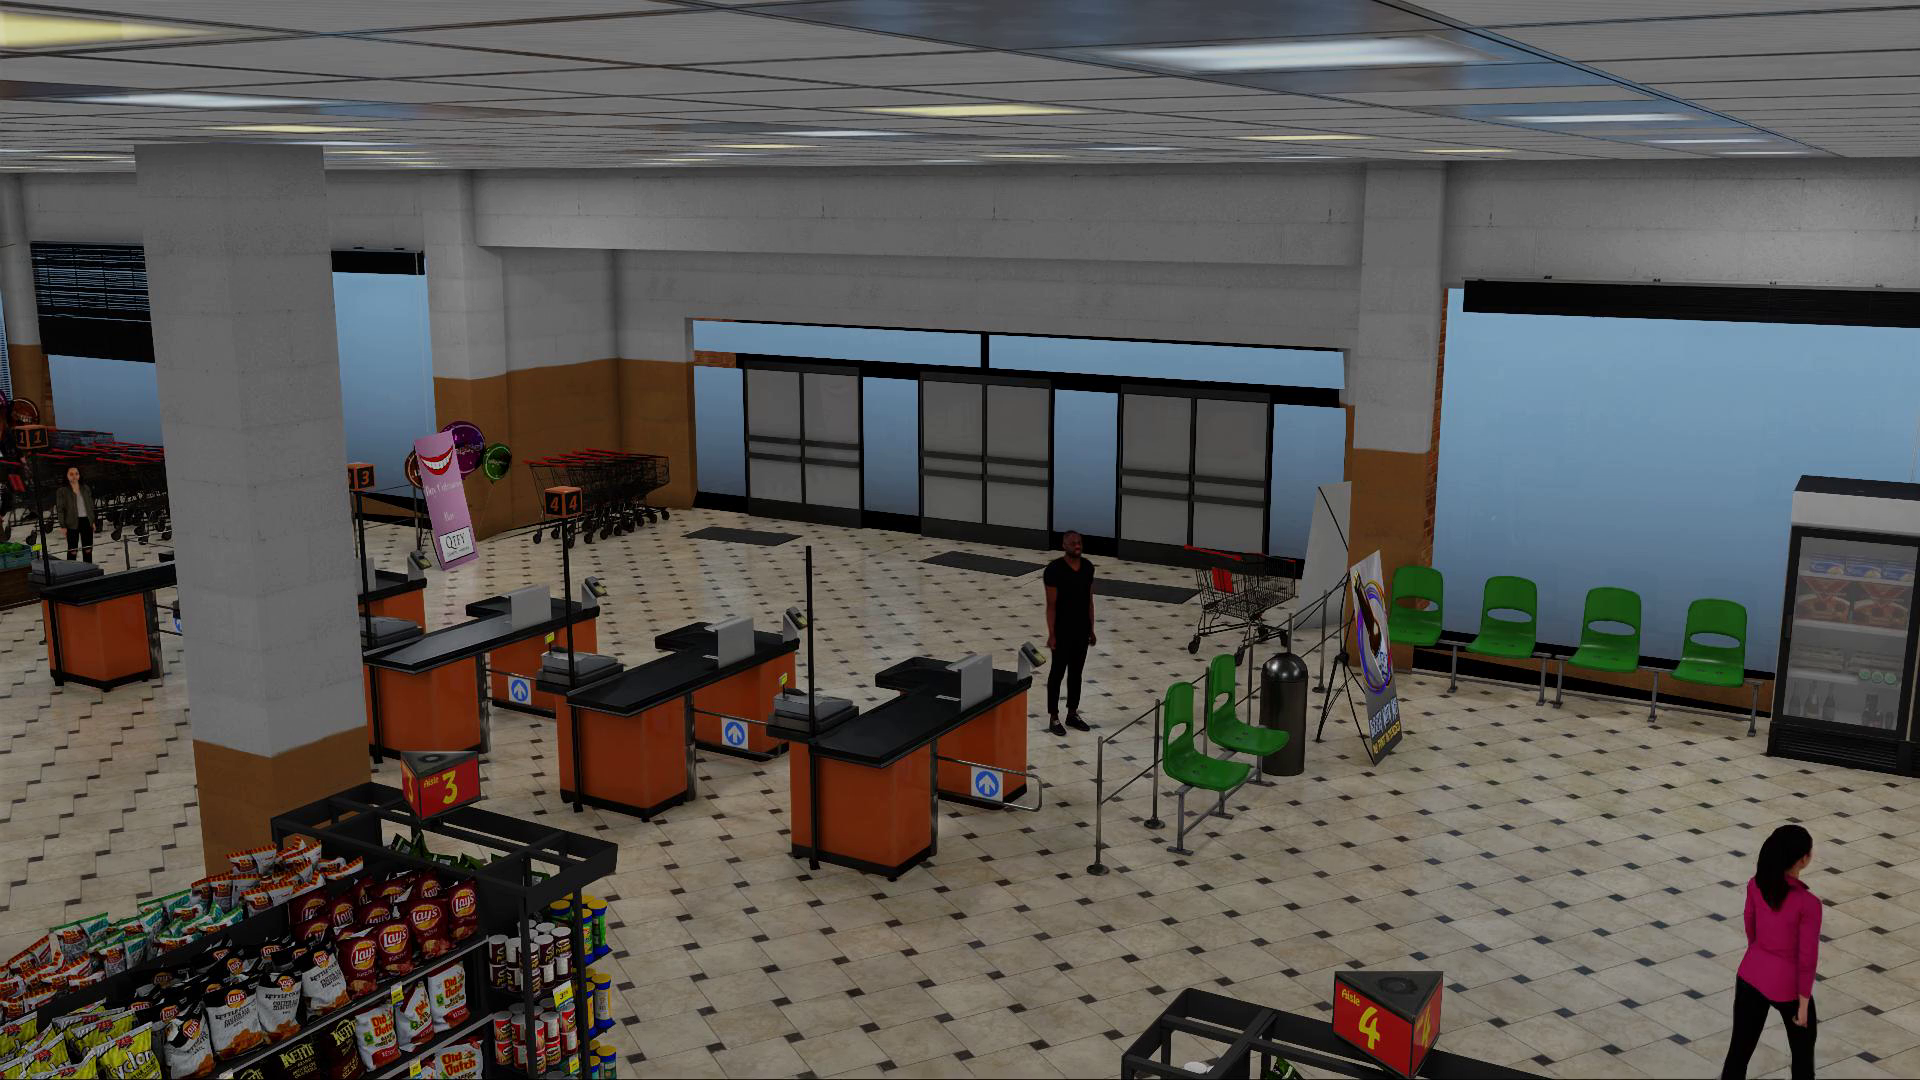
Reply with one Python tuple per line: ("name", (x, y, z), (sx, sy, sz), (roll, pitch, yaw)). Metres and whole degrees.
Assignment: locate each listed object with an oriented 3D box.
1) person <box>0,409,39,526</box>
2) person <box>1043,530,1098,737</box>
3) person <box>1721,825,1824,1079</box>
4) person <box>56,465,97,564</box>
("person", (-13.530, -1.034, 23.828), (0.707, 1.661, 1.145), (5, 13, 24))
("person", (0.966, 0.801, 14.732), (0.686, 1.819, 0.811), (-7, 14, -29))
("person", (3.963, 2.242, 8.236), (1.053, 1.675, 0.899), (-7, 14, -29))
("person", (-10.748, -0.186, 20.254), (0.661, 1.476, 0.485), (9, 15, 36))
